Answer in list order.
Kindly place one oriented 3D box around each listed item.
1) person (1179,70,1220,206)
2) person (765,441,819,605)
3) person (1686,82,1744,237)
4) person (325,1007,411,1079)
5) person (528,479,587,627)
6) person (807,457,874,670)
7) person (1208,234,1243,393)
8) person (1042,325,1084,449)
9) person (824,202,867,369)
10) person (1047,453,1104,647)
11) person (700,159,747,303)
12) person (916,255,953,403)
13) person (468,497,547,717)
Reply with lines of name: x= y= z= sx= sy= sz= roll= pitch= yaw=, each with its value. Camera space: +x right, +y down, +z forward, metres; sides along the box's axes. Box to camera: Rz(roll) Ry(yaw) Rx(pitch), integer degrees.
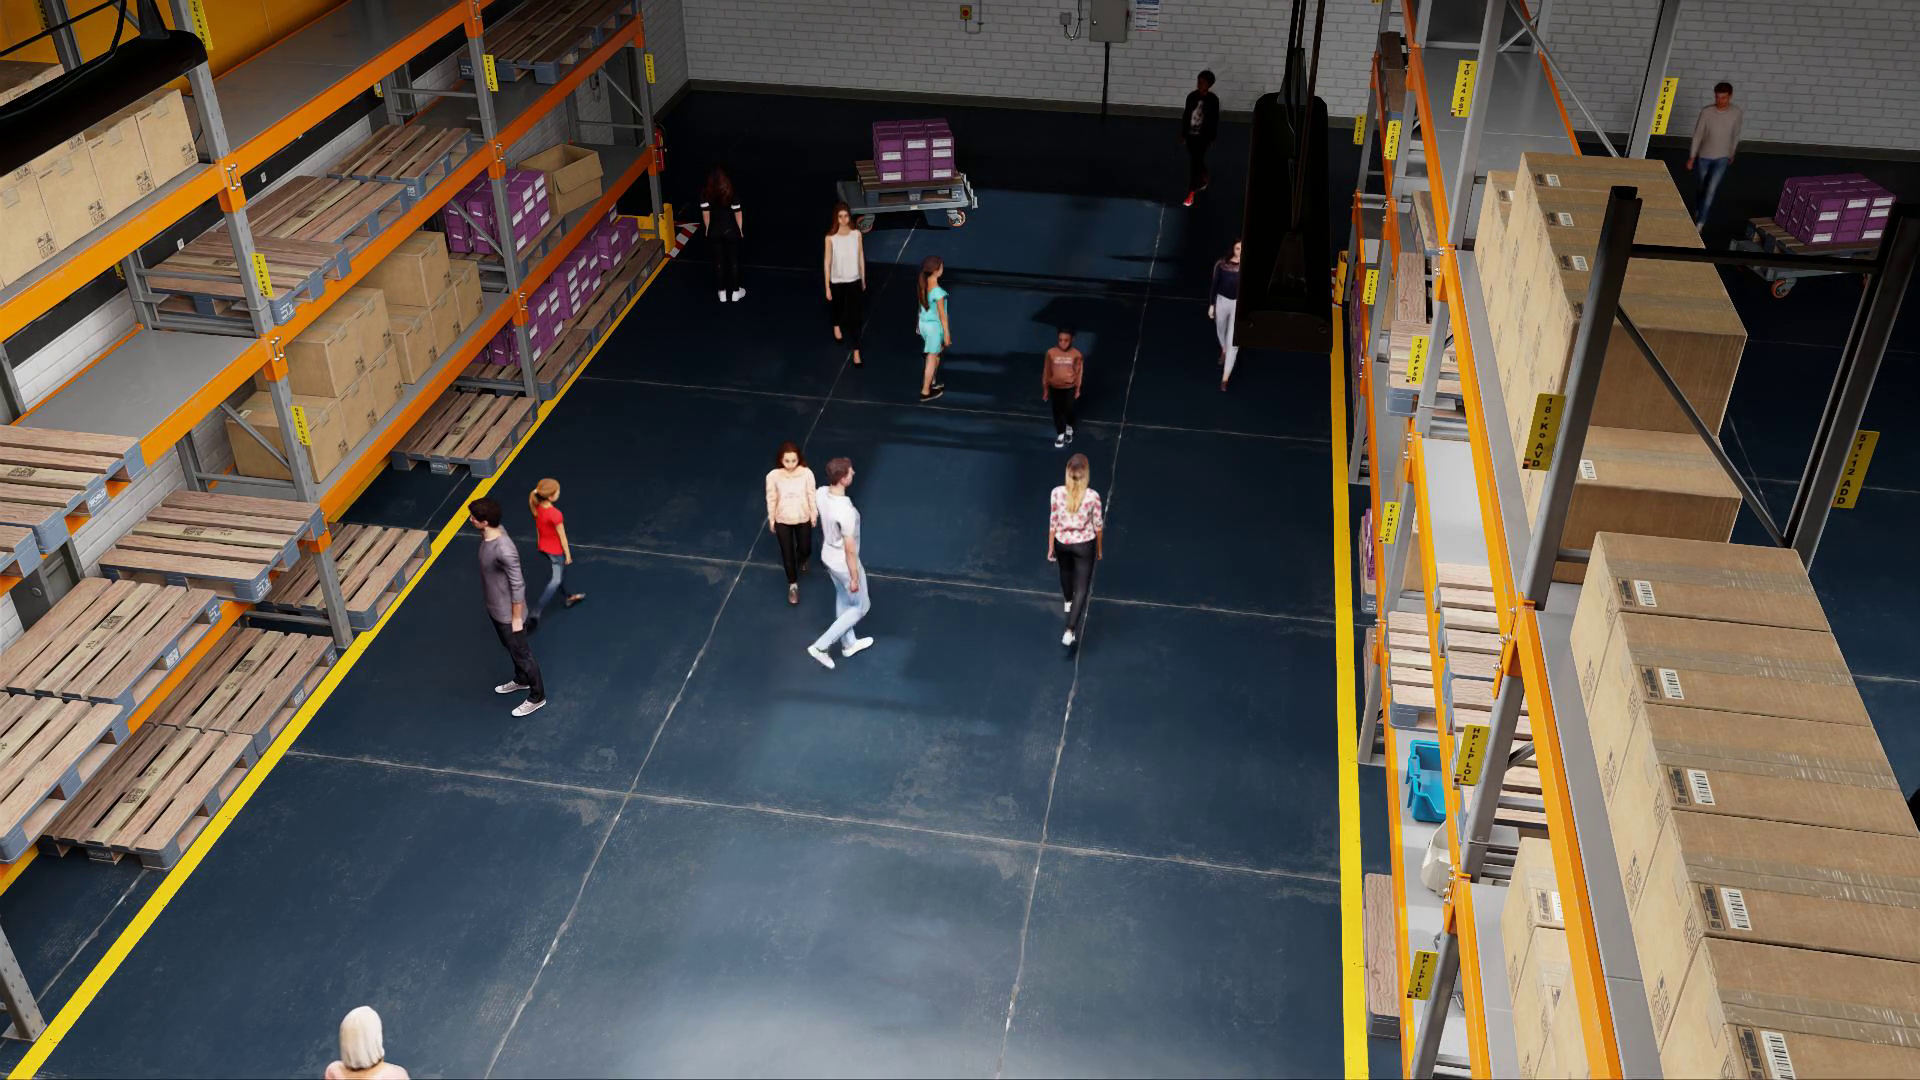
person: x=3.031 y=-5.105 z=20.940 sx=0.859 sy=1.639 sz=1.168 roll=19 pitch=38 yaw=26
person: x=-1.378 y=-0.204 z=13.719 sx=0.698 sy=1.471 sz=0.867 roll=-3 pitch=34 yaw=-5
person: x=9.101 y=-4.636 z=20.060 sx=0.864 sy=1.832 sz=1.163 roll=10 pitch=35 yaw=14
person: x=-2.953 y=3.063 z=8.576 sx=0.617 sy=1.723 sz=0.540 roll=3 pitch=34 yaw=4
person: x=-3.333 y=0.111 z=13.412 sx=0.755 sy=1.286 sz=0.920 roll=24 pitch=41 yaw=32
person: x=-0.973 y=0.203 z=12.775 sx=1.020 sy=1.836 sz=0.961 roll=-21 pitch=39 yaw=-29
person: x=2.746 y=-2.366 z=16.890 sx=0.655 sy=1.561 sz=1.110 roll=8 pitch=34 yaw=12
person: x=0.993 y=-1.496 z=15.864 sx=0.549 sy=1.246 sz=0.549 roll=9 pitch=35 yaw=13
person: x=-1.222 y=-2.709 z=17.296 sx=0.894 sy=1.684 sz=1.187 roll=-7 pitch=34 yaw=-11
person: x=0.893 y=0.096 z=13.151 sx=0.650 sy=1.599 sz=1.119 roll=9 pitch=35 yaw=14
person: x=-2.618 y=-3.427 z=18.417 sx=0.625 sy=1.638 sz=0.609 roll=2 pitch=34 yaw=3
person: x=-0.333 y=-2.078 z=16.470 sx=0.750 sy=1.546 sz=0.690 roll=-21 pitch=39 yaw=-29
person: x=-3.369 y=0.466 z=12.366 sx=0.792 sy=1.851 sz=0.715 roll=-19 pitch=38 yaw=-26
